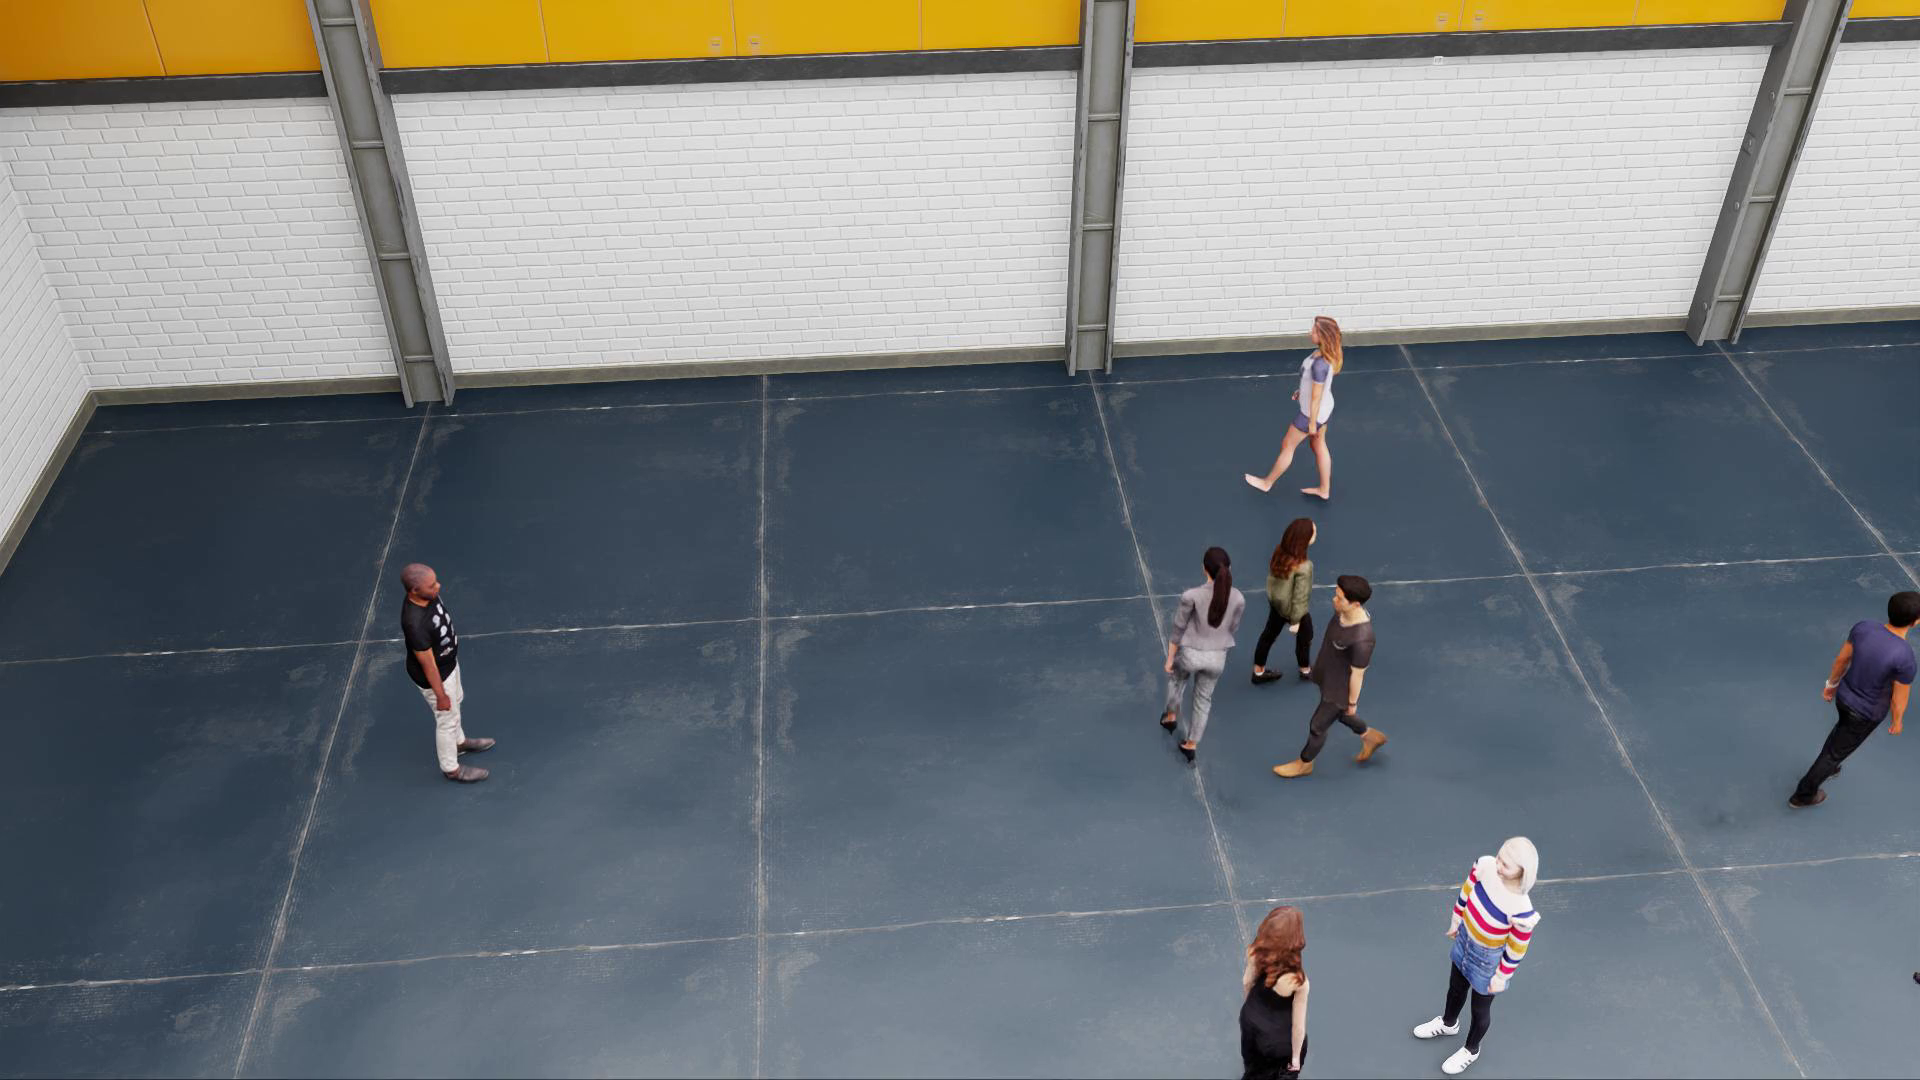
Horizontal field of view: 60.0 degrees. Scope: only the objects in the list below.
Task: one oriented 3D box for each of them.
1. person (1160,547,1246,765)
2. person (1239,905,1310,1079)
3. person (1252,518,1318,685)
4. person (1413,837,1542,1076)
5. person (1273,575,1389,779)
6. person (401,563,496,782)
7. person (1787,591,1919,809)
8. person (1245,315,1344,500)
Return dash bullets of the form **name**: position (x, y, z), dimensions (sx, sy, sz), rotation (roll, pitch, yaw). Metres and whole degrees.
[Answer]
- **person**: position (1.620, 0.850, 11.060), dimensions (0.664, 1.640, 0.729), rotation (-5, 39, -7)
- **person**: position (1.560, 2.633, 8.762), dimensions (0.819, 1.722, 0.760), rotation (-32, 48, -33)
- **person**: position (2.242, 0.466, 11.685), dimensions (0.851, 1.459, 0.695), rotation (-10, 40, -12)
- **person**: position (2.887, 2.262, 9.156), dimensions (0.639, 1.809, 0.712), rotation (-15, 41, -18)
- **person**: position (2.559, 0.913, 10.940), dimensions (1.002, 1.690, 0.623), rotation (-2, 39, -3)
- **person**: position (-3.446, 0.855, 10.925), dimensions (0.617, 1.801, 0.667), rotation (-6, 39, -7)
- **person**: position (5.700, 1.075, 10.671), dimensions (0.821, 1.774, 0.725), rotation (-11, 40, -14)
- **person**: position (2.922, -1.021, 13.351), dimensions (1.021, 1.703, 0.879), rotation (17, 42, 20)
